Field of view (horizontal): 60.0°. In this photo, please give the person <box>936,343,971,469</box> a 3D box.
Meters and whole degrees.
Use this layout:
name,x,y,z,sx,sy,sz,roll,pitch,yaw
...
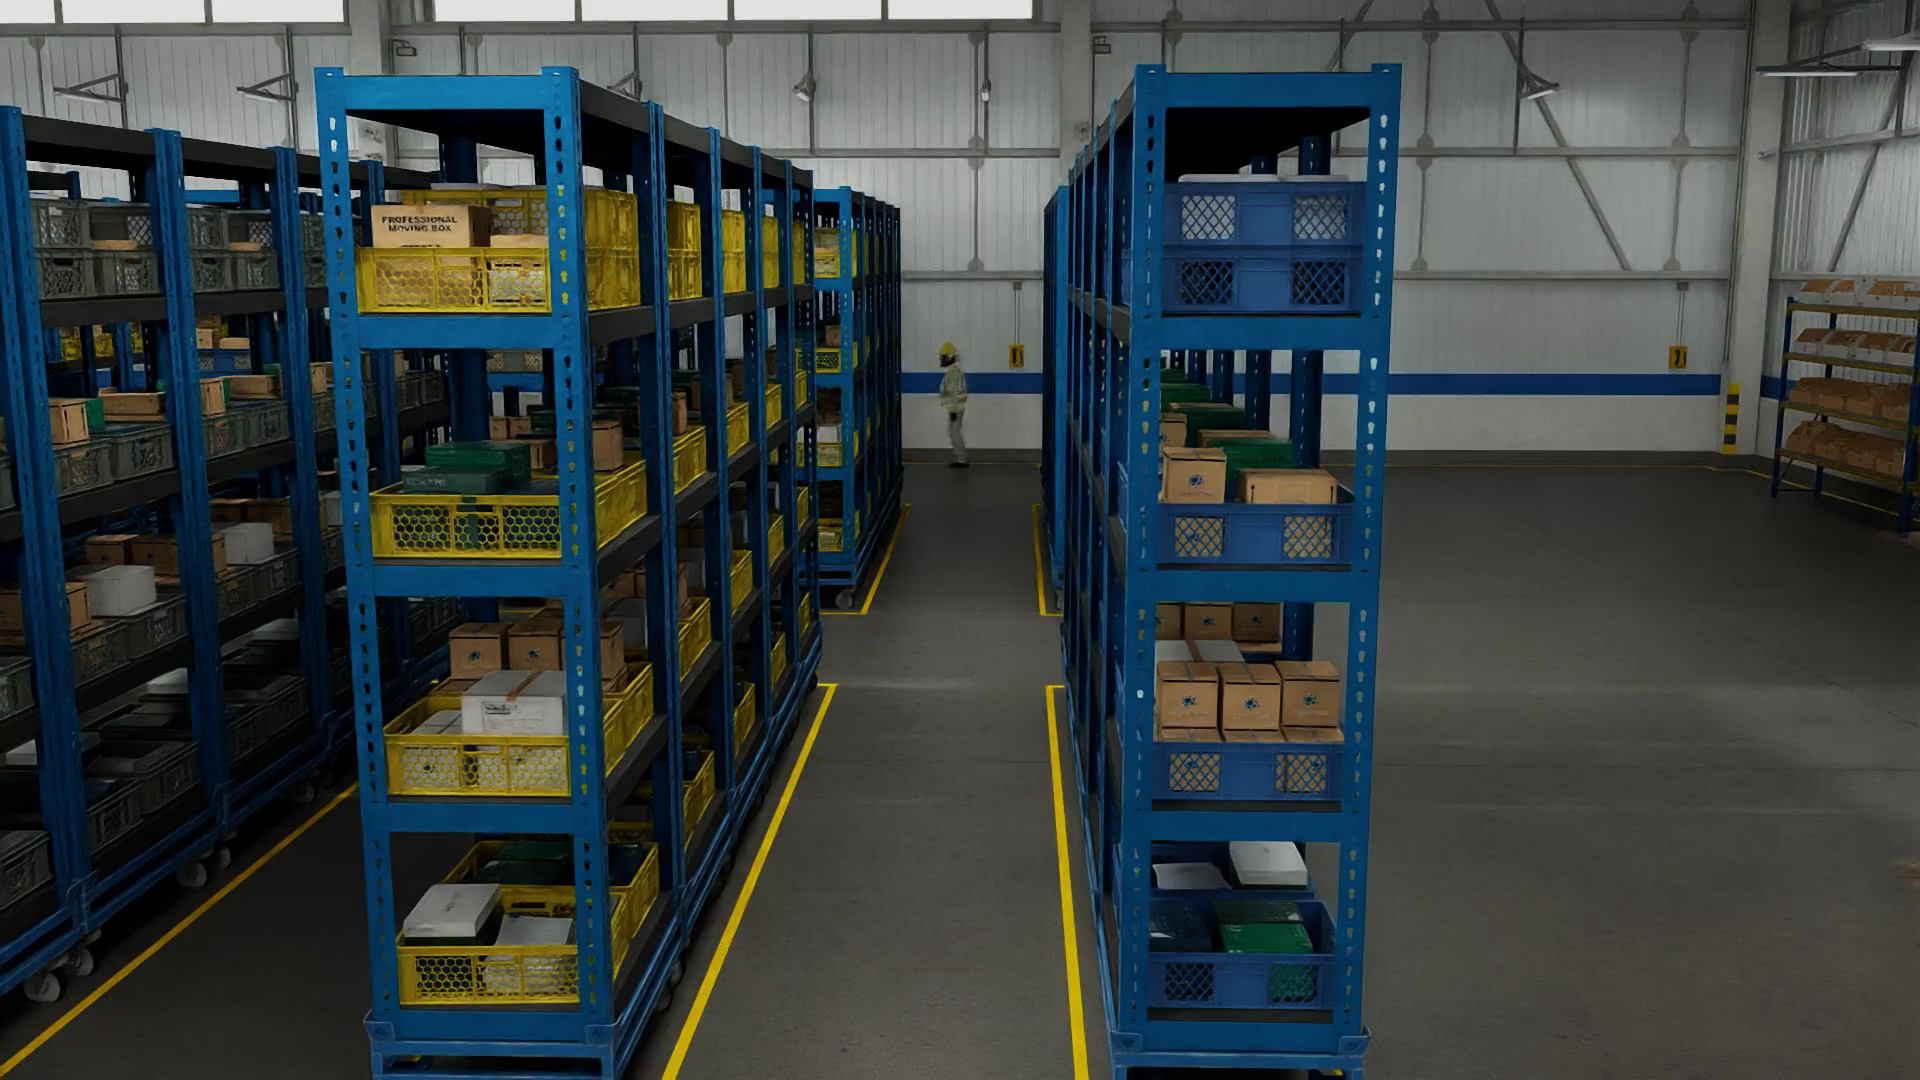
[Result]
name,x,y,z,sx,sy,sz,roll,pitch,yaw
person,-0.093,-1.903,23.756,0.516,1.806,0.608,0,10,0
